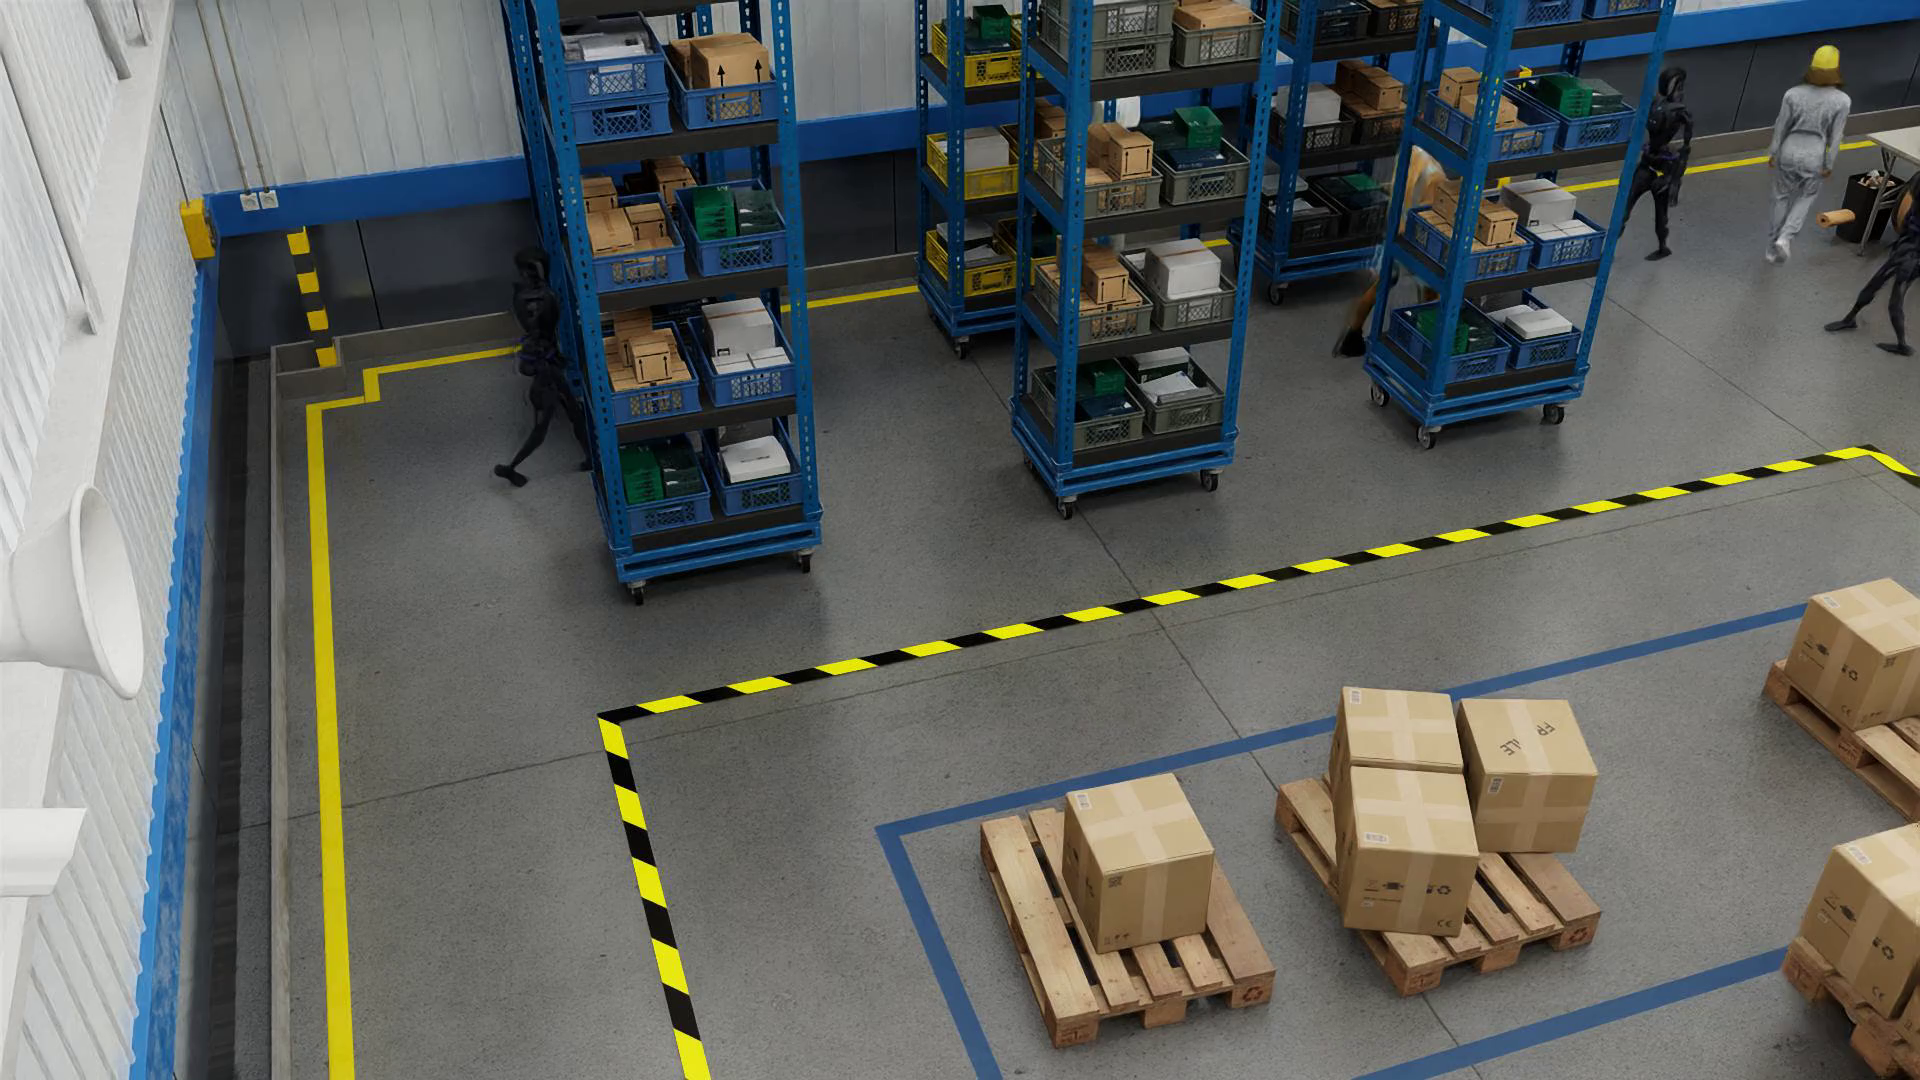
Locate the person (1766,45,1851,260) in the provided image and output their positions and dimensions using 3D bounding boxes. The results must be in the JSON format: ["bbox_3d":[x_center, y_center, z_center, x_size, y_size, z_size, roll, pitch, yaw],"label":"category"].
[{"bbox_3d":[6.603,-3.012,13.052,0.499,1.722,0.404,20,40,26],"label":"person"}]

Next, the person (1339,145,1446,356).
[{"bbox_3d":[3.218,-2.147,11.698,0.990,1.888,0.561,-9,36,-13],"label":"person"}]

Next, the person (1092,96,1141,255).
[{"bbox_3d":[1.162,-2.911,12.827,0.458,1.836,0.595,19,39,25],"label":"person"}]

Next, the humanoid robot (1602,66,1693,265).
[{"bbox_3d":[5.423,-2.884,12.967,0.786,1.625,0.591,-18,39,-23],"label":"humanoid robot"}]

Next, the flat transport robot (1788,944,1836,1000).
[{"bbox_3d":[4.287,2.121,7.024,0.652,0.197,1.431,-11,37,-15],"label":"flat transport robot"}]

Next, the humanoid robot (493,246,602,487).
[{"bbox_3d":[-2.630,-1.080,10.408,0.767,1.638,0.612,-4,35,-6],"label":"humanoid robot"}]

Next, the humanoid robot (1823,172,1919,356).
[{"bbox_3d":[6.731,-2.107,11.842,0.592,1.649,0.604,11,37,15],"label":"humanoid robot"}]
